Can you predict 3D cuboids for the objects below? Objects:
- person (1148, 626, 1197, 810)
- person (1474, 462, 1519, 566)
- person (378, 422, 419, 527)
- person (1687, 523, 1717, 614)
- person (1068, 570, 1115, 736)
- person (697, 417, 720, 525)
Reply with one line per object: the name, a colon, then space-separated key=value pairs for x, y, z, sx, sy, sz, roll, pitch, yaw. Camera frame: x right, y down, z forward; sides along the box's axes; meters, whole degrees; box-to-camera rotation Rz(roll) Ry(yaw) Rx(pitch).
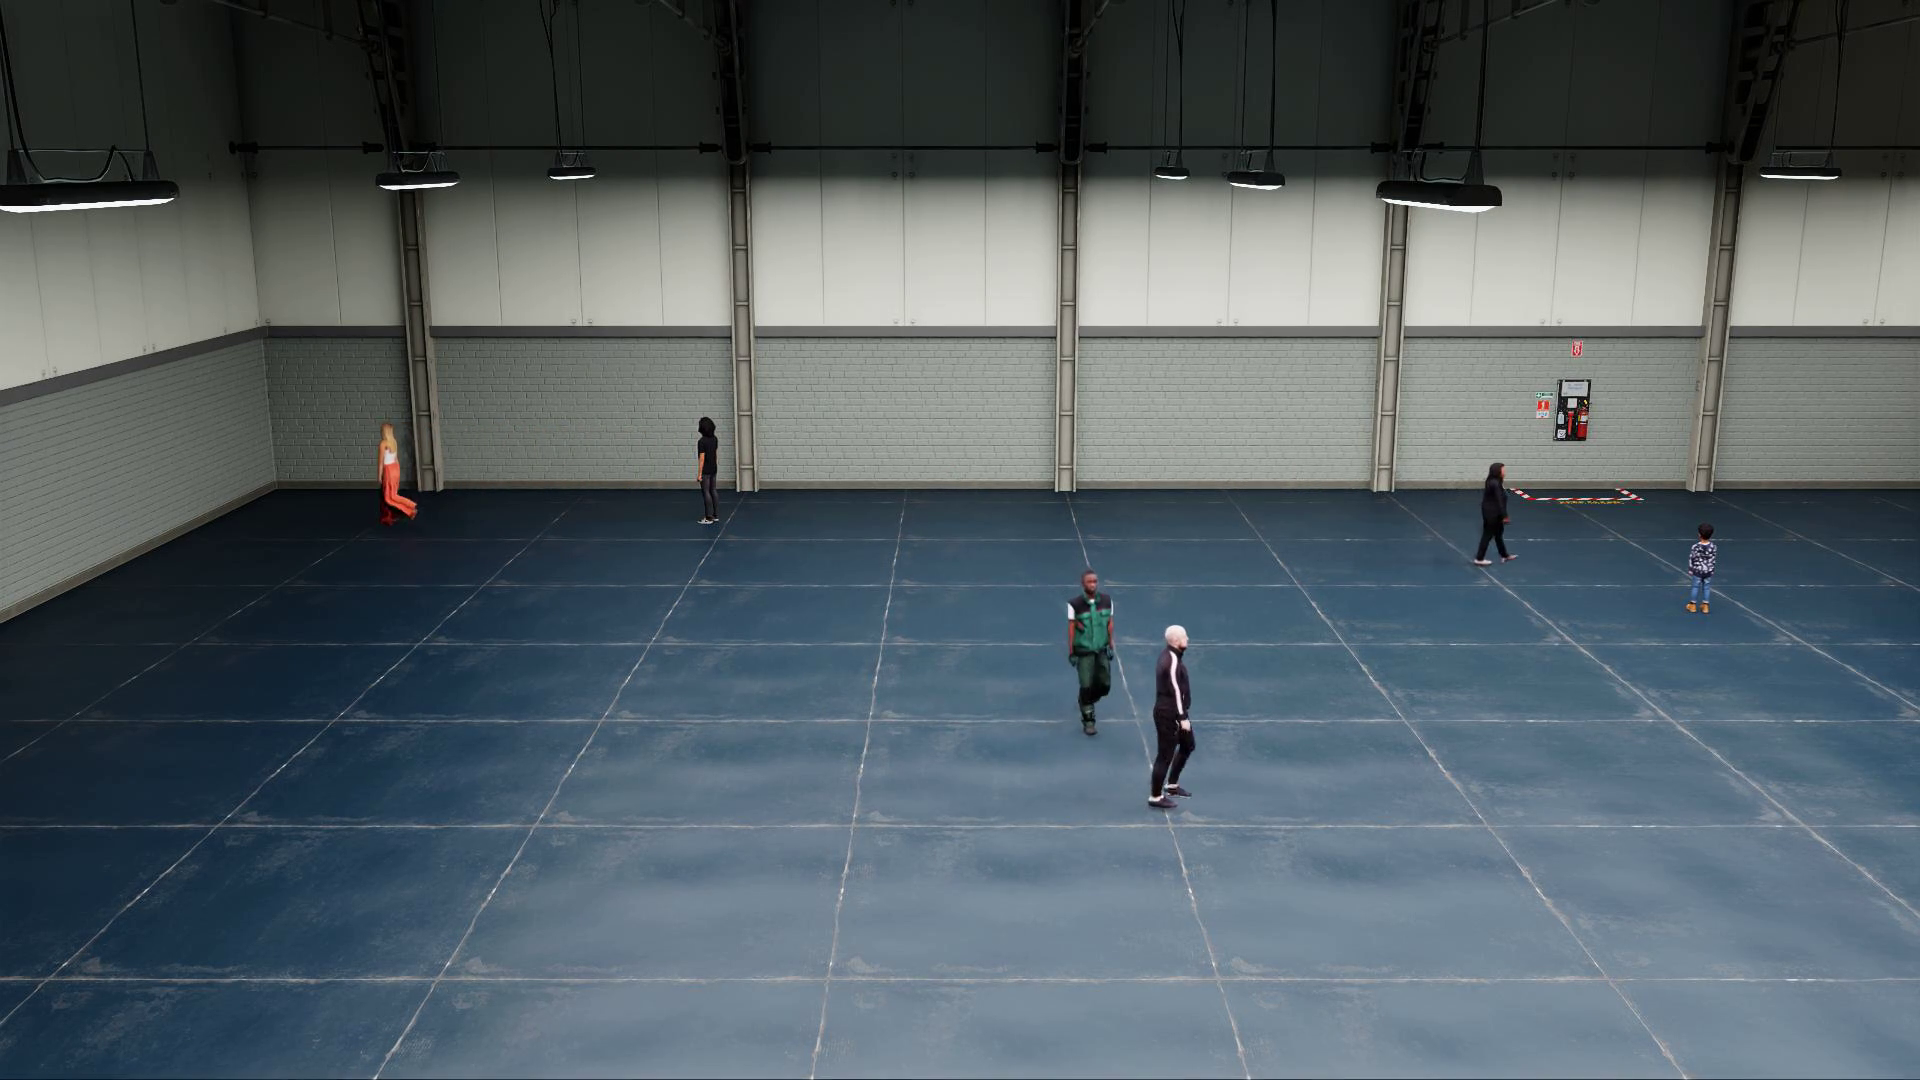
person: x=1.926 y=1.707 z=15.944 sx=0.706 sy=1.821 sz=0.717 roll=2 pitch=13 yaw=7
person: x=8.079 y=-0.378 z=25.454 sx=0.939 sy=1.594 sz=0.730 roll=2 pitch=13 yaw=8
person: x=-9.541 y=-1.082 z=28.072 sx=1.075 sy=1.783 sz=0.778 roll=3 pitch=13 yaw=14
person: x=10.240 y=0.381 z=22.941 sx=0.460 sy=1.249 sz=0.580 roll=2 pitch=13 yaw=8
person: x=1.398 y=1.197 z=18.134 sx=0.858 sy=1.826 sz=0.886 roll=-4 pitch=14 yaw=-17
person: x=-4.316 y=-1.213 z=28.522 sx=0.700 sy=1.836 sz=0.708 roll=7 pitch=15 yaw=28
